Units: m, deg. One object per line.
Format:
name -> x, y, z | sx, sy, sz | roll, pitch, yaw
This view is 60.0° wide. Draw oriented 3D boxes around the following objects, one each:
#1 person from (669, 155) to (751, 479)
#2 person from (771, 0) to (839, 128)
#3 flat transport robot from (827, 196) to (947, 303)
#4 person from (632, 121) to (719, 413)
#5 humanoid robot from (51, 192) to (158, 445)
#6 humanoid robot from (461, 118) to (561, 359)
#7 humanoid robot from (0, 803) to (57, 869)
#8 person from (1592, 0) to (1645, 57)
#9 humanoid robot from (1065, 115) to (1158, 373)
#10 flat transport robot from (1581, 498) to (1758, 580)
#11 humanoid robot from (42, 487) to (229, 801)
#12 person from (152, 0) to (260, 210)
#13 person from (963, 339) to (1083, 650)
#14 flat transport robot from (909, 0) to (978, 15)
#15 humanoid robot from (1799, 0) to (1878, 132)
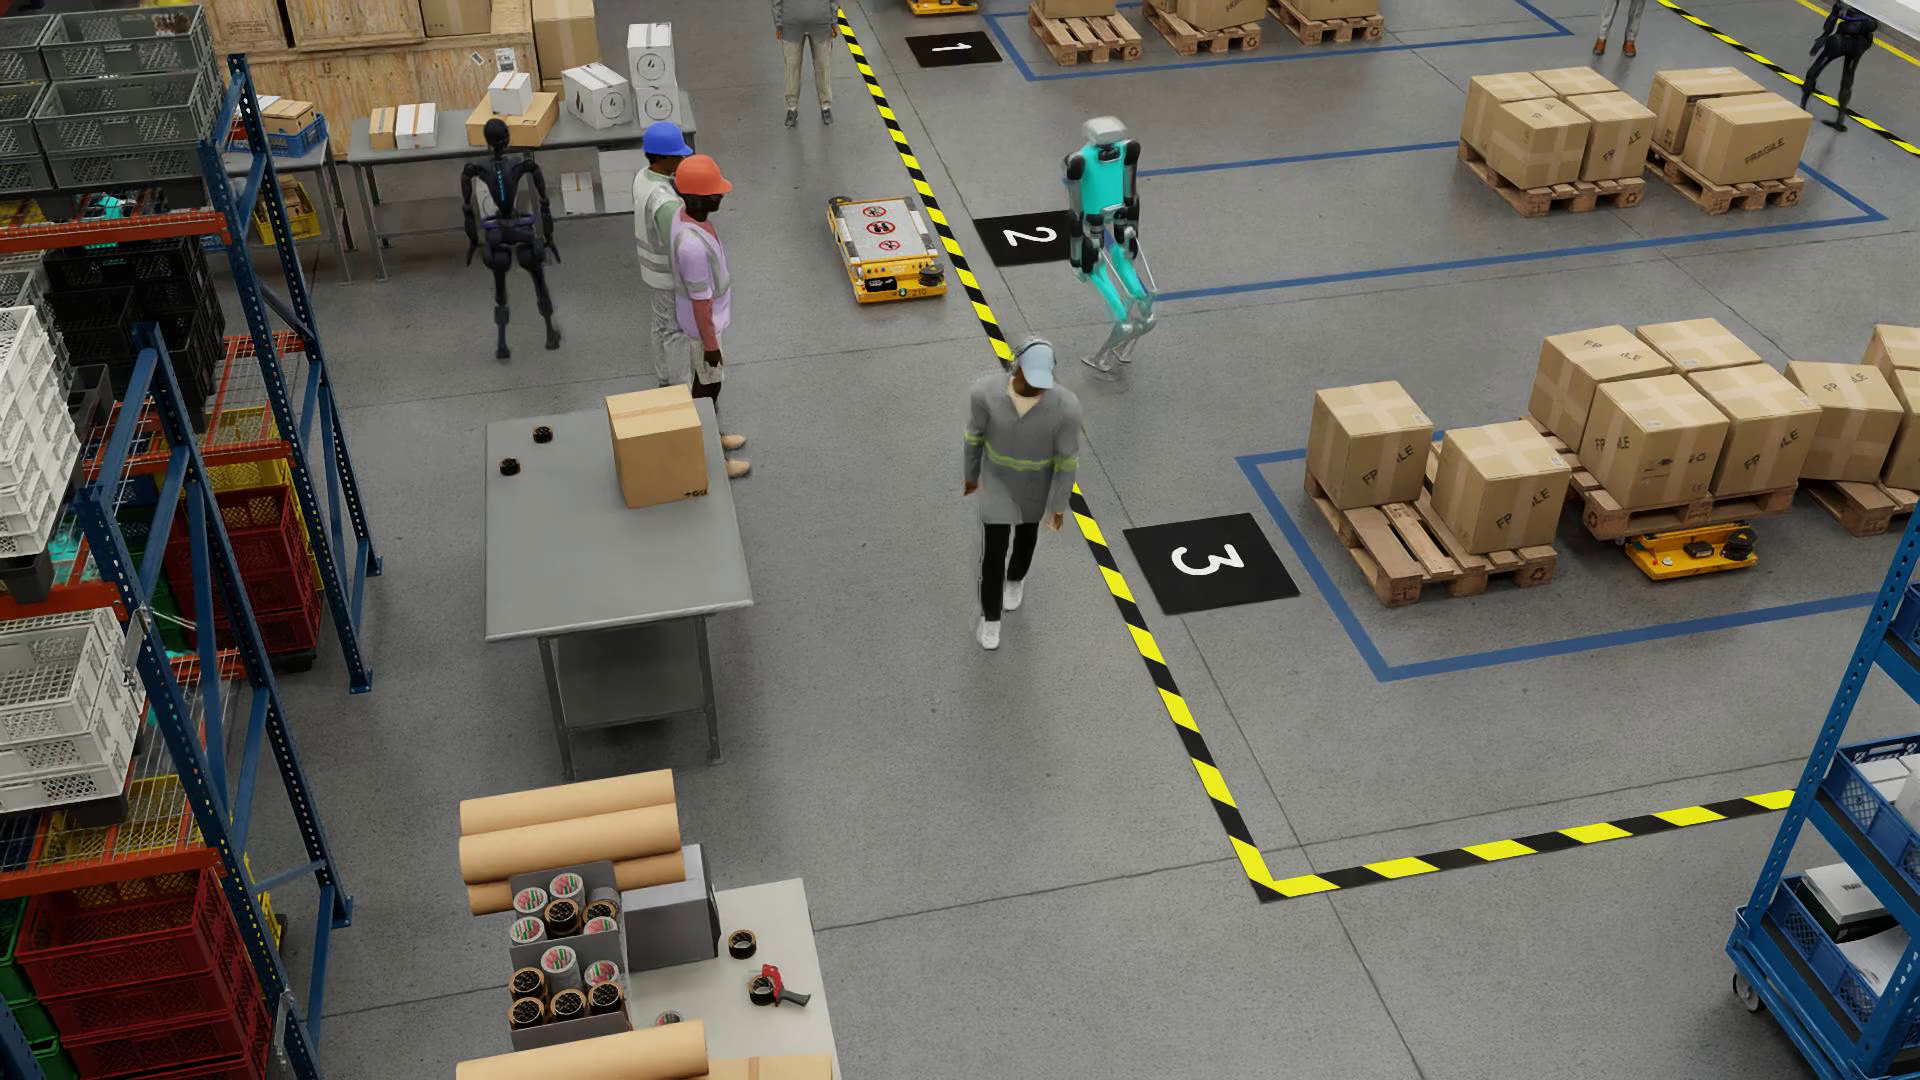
person -> -1.475, -1.315, 9.837 | 0.389, 2.040, 0.613 | -6, 37, -8
person -> -1.314, -4.409, 14.224 | 0.570, 1.763, 0.404 | -4, 37, -5
flat transport robot -> -0.570, -2.220, 12.538 | 0.659, 0.231, 1.431 | -8, 37, -10
person -> -1.806, -1.686, 10.416 | 0.397, 1.942, 0.612 | -16, 40, -20
humanoid robot -> -5.084, -1.314, 10.007 | 0.530, 1.689, 0.740 | -5, 37, -6
humanoid robot -> -2.992, -1.984, 11.048 | 0.611, 1.636, 0.394 | -9, 38, -12
humanoid robot -> -4.198, 0.871, 7.214 | 0.572, 1.647, 0.610 | -6, 37, -8
person -> 6.370, -5.482, 15.569 | 0.586, 1.885, 0.383 | 9, 38, 12
humanoid robot -> 1.031, -1.826, 10.665 | 0.533, 1.677, 0.735 | -20, 41, -24
flat transport robot -> 4.062, -0.294, 9.926 | 0.652, 0.197, 1.431 | -8, 37, -10
humanoid robot -> -3.769, 0.499, 7.689 | 0.815, 1.814, 0.539 | -8, 37, -10
person -> -5.959, -3.362, 12.786 | 0.795, 1.802, 0.601 | -4, 37, -5
person -> 0.306, -0.268, 8.622 | 0.615, 1.808, 0.784 | 5, 37, 7
flat transport robot -> -0.292, -5.825, 17.359 | 0.652, 0.197, 1.431 | -8, 37, -10
humanoid robot -> 7.594, -4.364, 14.244 | 0.612, 1.640, 0.558 | -14, 39, -18
